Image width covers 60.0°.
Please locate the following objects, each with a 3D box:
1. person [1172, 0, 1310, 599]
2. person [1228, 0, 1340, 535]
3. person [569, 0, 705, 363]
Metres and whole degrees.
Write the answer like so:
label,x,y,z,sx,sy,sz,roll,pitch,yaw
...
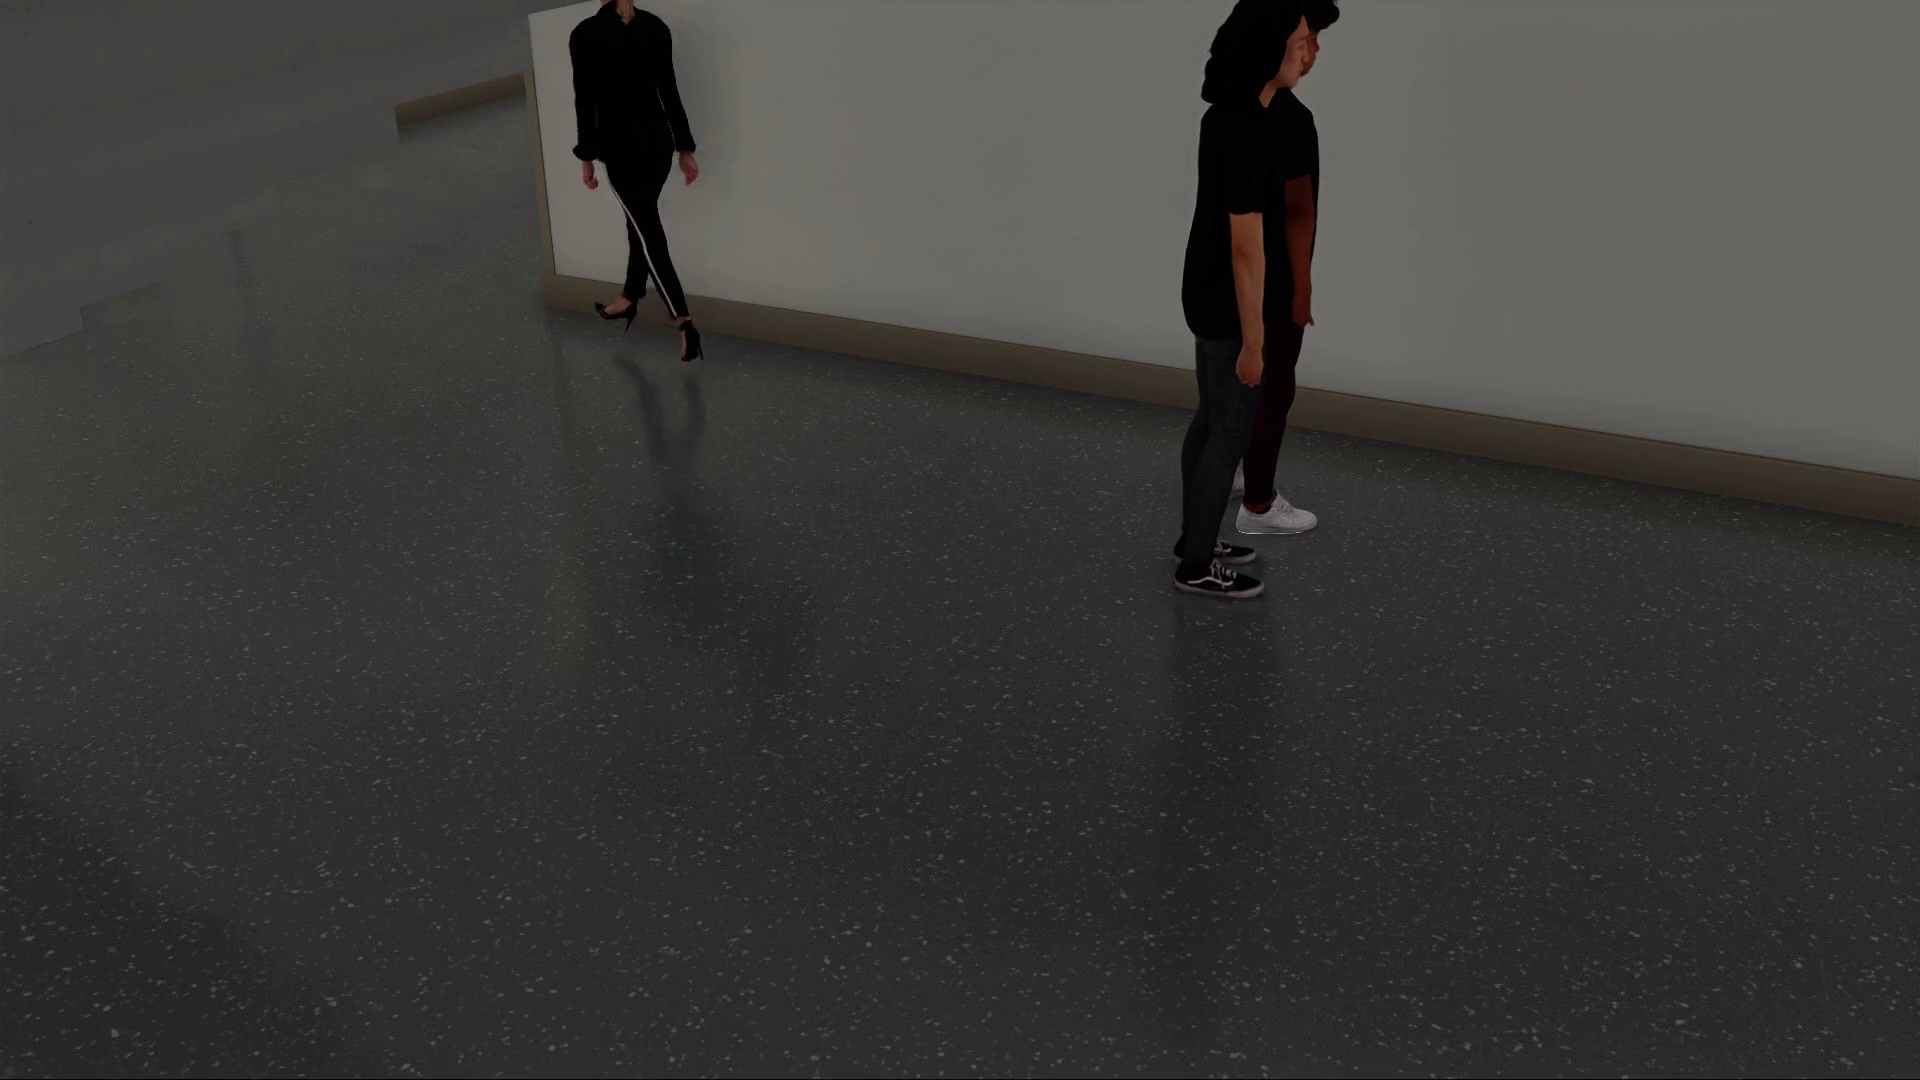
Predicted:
label,x,y,z,sx,sy,sz,roll,pitch,yaw
person,0.784,-0.702,4.923,0.698,1.825,0.709,-1,26,-2
person,0.980,-0.903,5.407,0.779,1.780,0.711,-10,28,-20
person,-1.269,-1.517,6.832,0.915,1.648,1.197,-19,32,-34
